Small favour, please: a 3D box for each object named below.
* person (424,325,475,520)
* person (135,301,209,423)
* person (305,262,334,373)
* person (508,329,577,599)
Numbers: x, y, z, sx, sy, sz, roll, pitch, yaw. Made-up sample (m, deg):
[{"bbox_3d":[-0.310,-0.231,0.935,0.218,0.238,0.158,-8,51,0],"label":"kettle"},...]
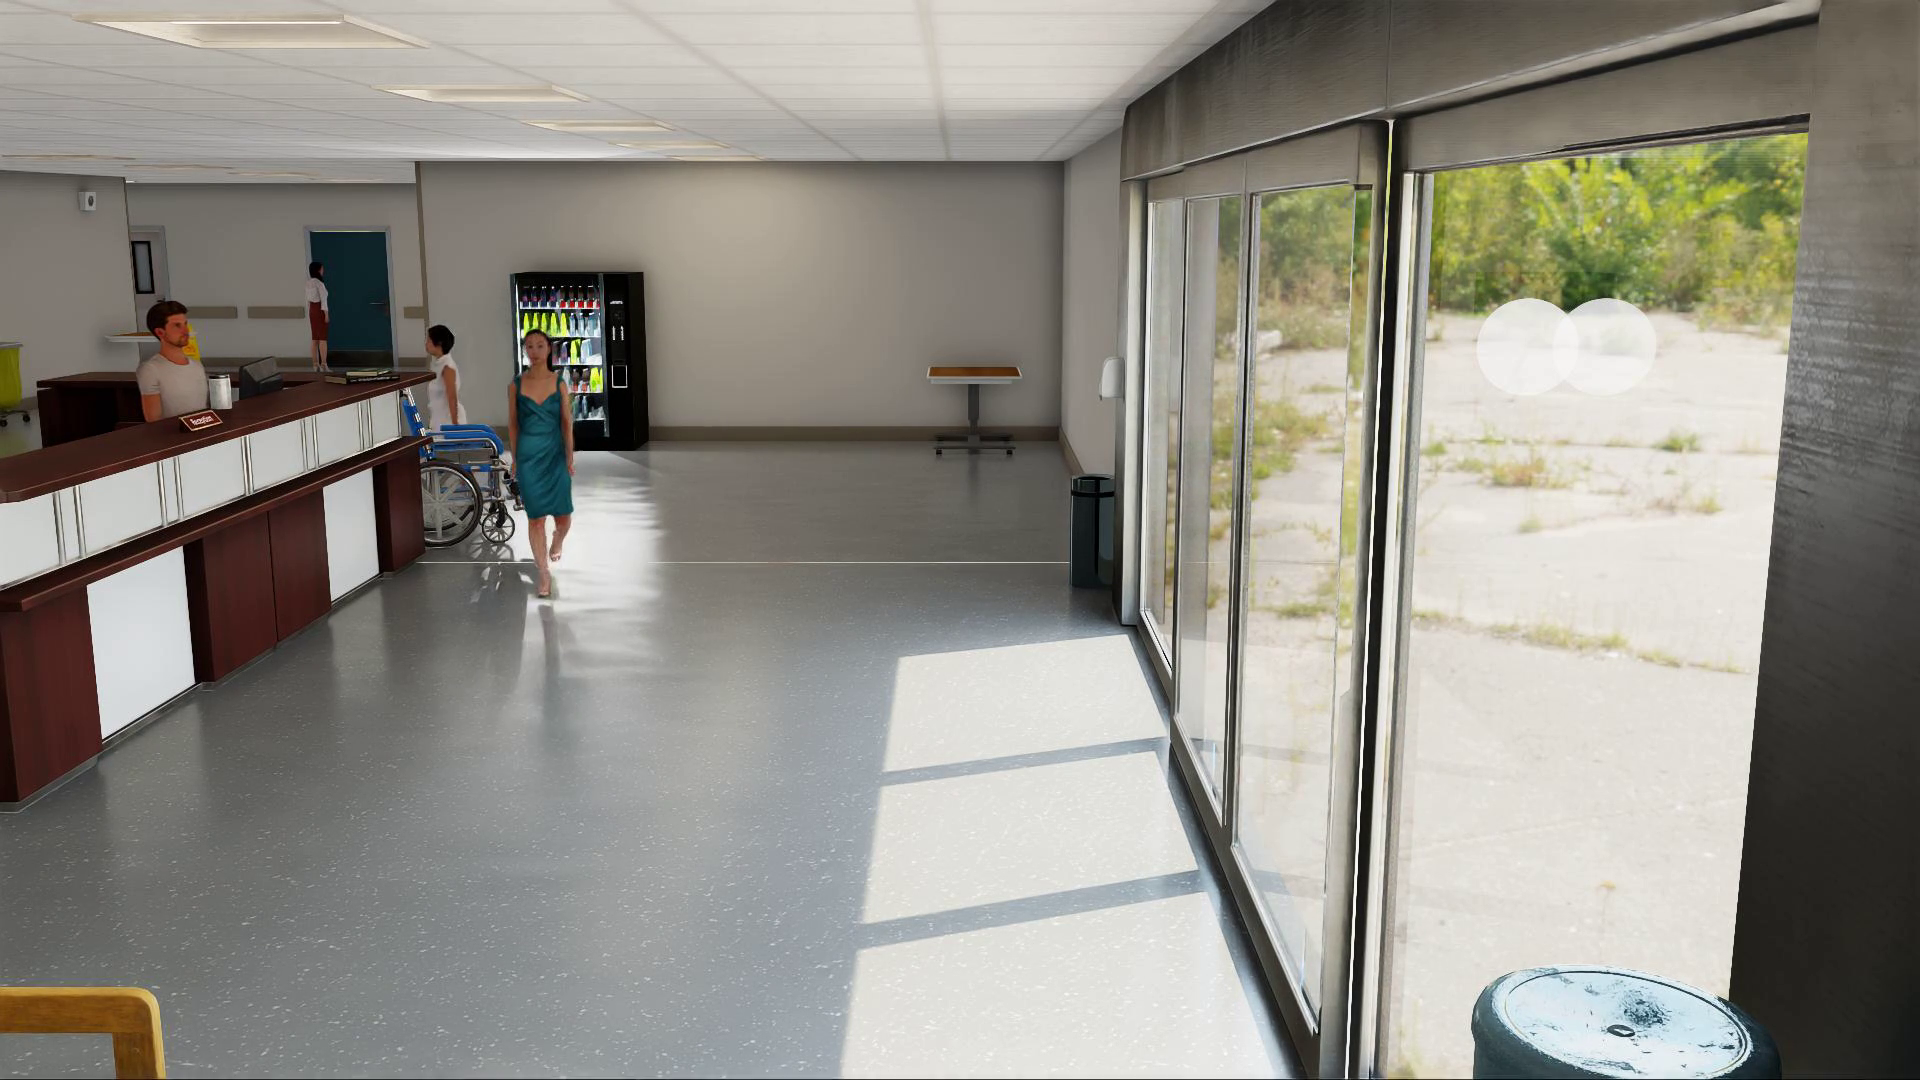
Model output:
[{"bbox_3d":[-3.994,-0.929,13.248,0.748,1.537,0.686,-4,11,-20],"label":"person"},{"bbox_3d":[-4.594,-0.460,9.807,0.627,1.899,0.694,2,11,12],"label":"person"},{"bbox_3d":[-10.173,-3.531,26.392,0.644,1.750,0.739,8,13,35],"label":"person"},{"bbox_3d":[-2.639,-0.484,10.544,0.803,1.670,0.700,-2,11,-10],"label":"person"}]
